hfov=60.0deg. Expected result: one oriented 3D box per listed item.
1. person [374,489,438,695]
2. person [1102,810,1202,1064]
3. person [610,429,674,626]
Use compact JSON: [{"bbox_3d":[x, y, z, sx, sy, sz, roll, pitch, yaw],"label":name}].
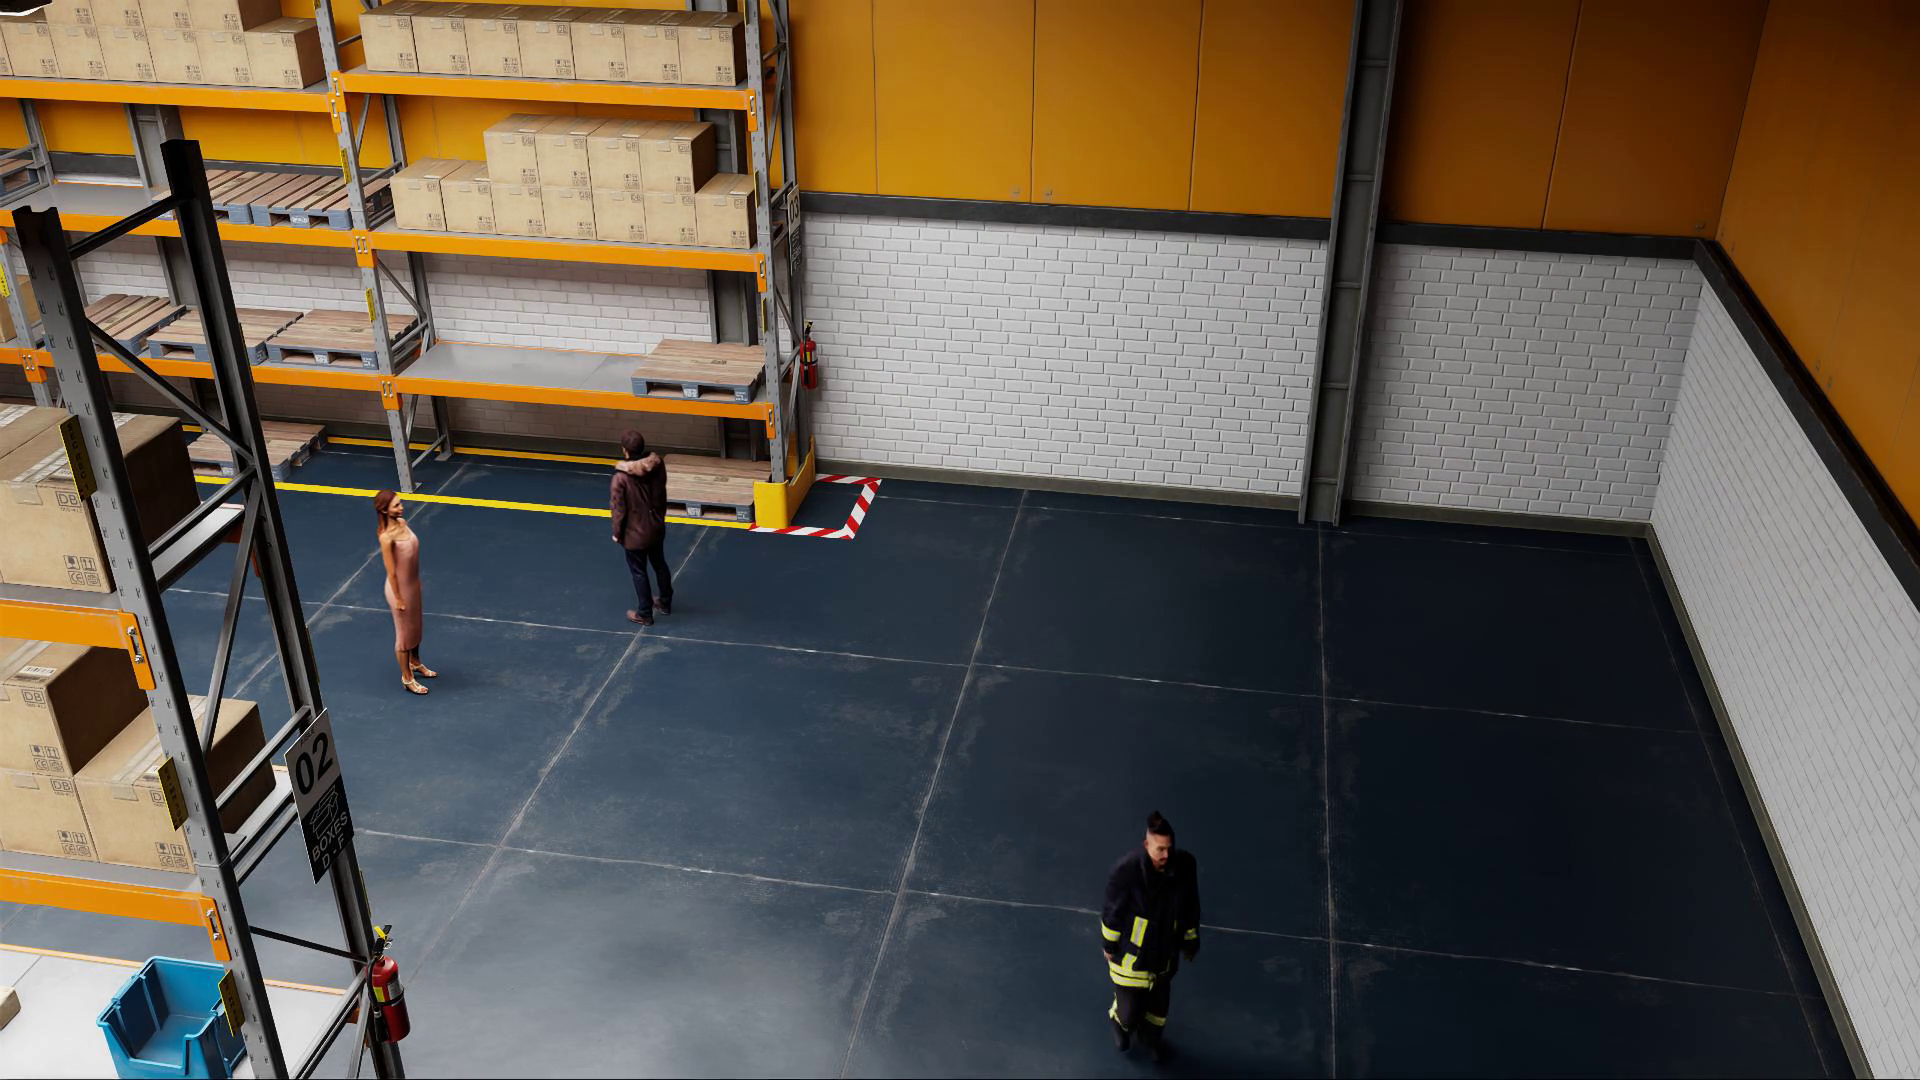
[{"bbox_3d":[-4.582,0.406,13.678,0.543,1.831,0.616,2,29,3],"label":"person"},{"bbox_3d":[1.111,2.351,10.090,0.820,1.852,0.941,-6,29,-11],"label":"person"},{"bbox_3d":[-2.791,-0.123,14.629,0.877,1.848,0.871,22,36,35],"label":"person"}]
